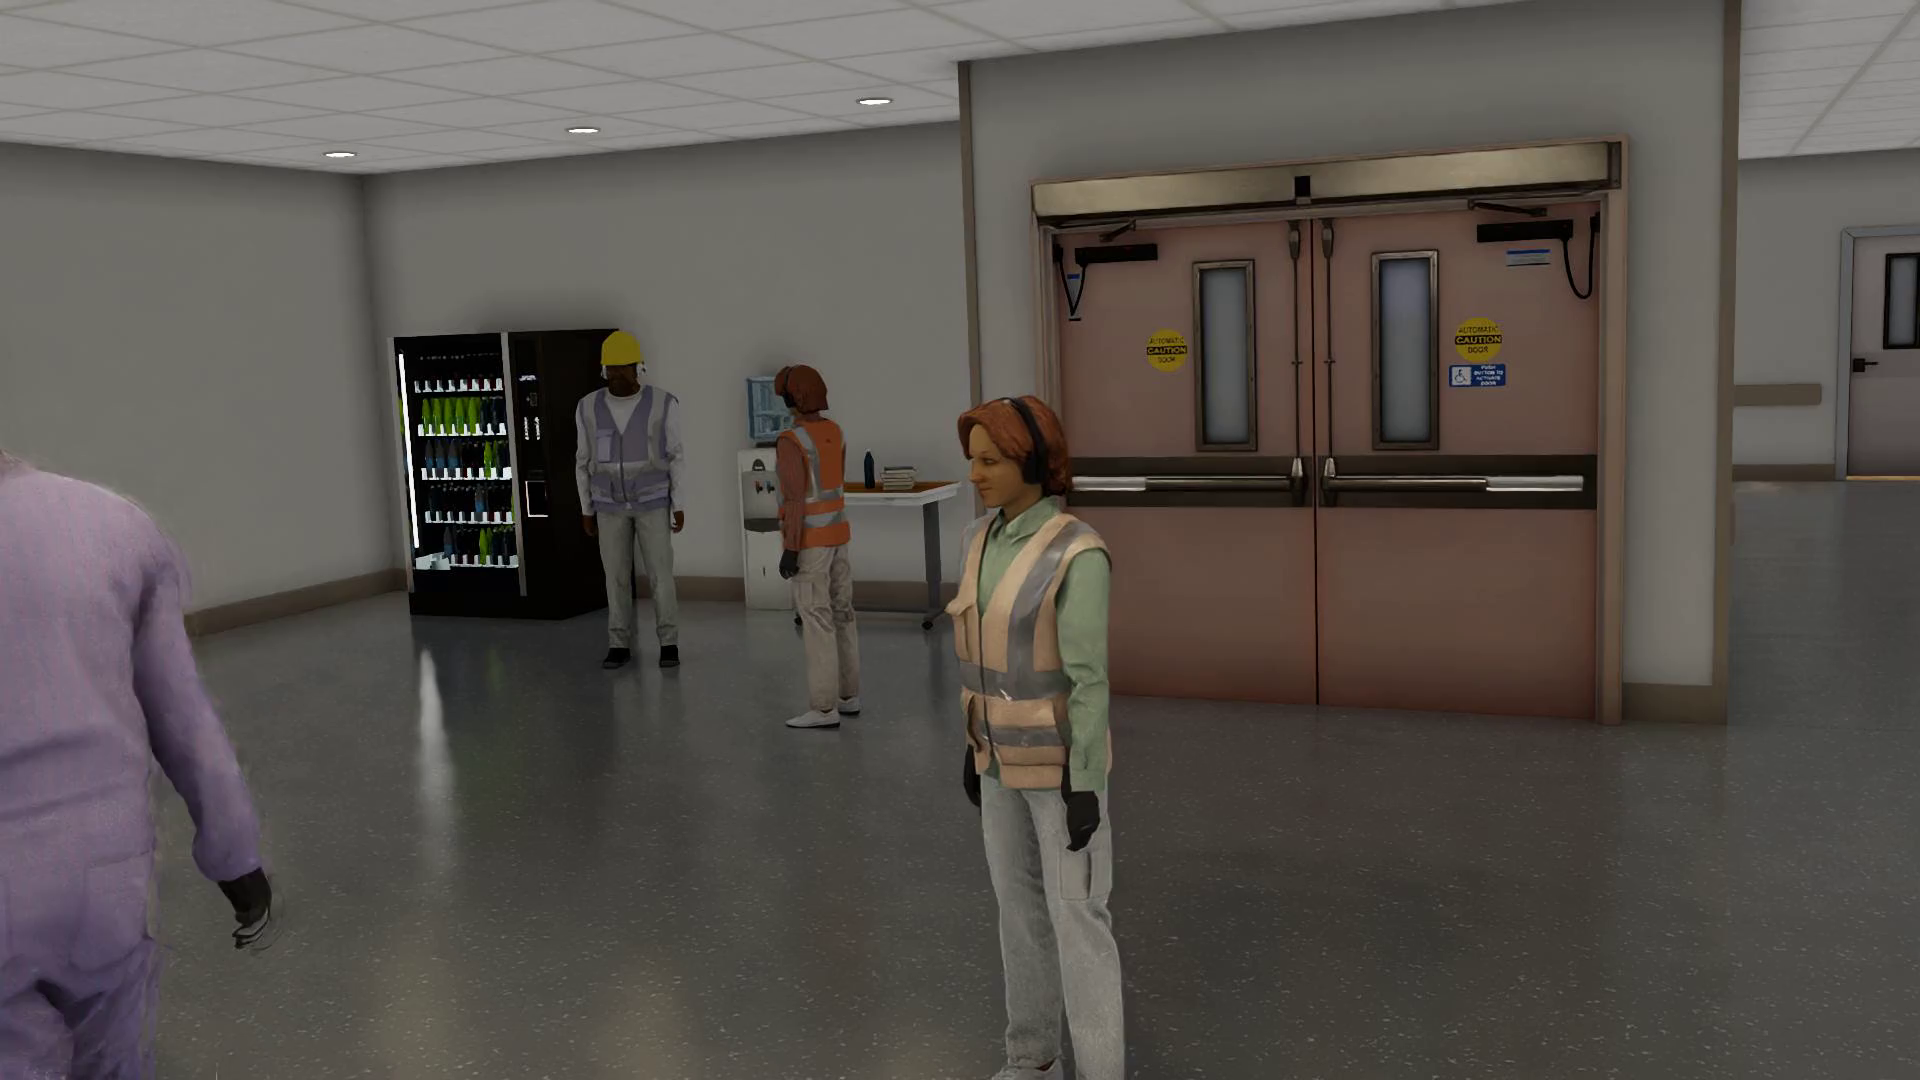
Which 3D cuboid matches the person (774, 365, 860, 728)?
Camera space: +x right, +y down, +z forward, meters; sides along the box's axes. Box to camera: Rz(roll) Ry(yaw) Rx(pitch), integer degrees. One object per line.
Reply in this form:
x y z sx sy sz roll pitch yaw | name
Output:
-0.653 0.029 7.502 0.314 1.636 0.516 1 8 24 | person

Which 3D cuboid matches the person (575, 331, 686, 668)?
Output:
-1.773 -0.210 8.979 0.595 1.824 0.403 -2 7 1 | person

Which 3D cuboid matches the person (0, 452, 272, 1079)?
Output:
-1.596 0.576 2.744 0.884 1.855 0.720 4 9 38 | person

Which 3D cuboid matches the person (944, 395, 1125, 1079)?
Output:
0.165 0.504 3.618 0.310 1.633 0.517 -7 9 -31 | person
